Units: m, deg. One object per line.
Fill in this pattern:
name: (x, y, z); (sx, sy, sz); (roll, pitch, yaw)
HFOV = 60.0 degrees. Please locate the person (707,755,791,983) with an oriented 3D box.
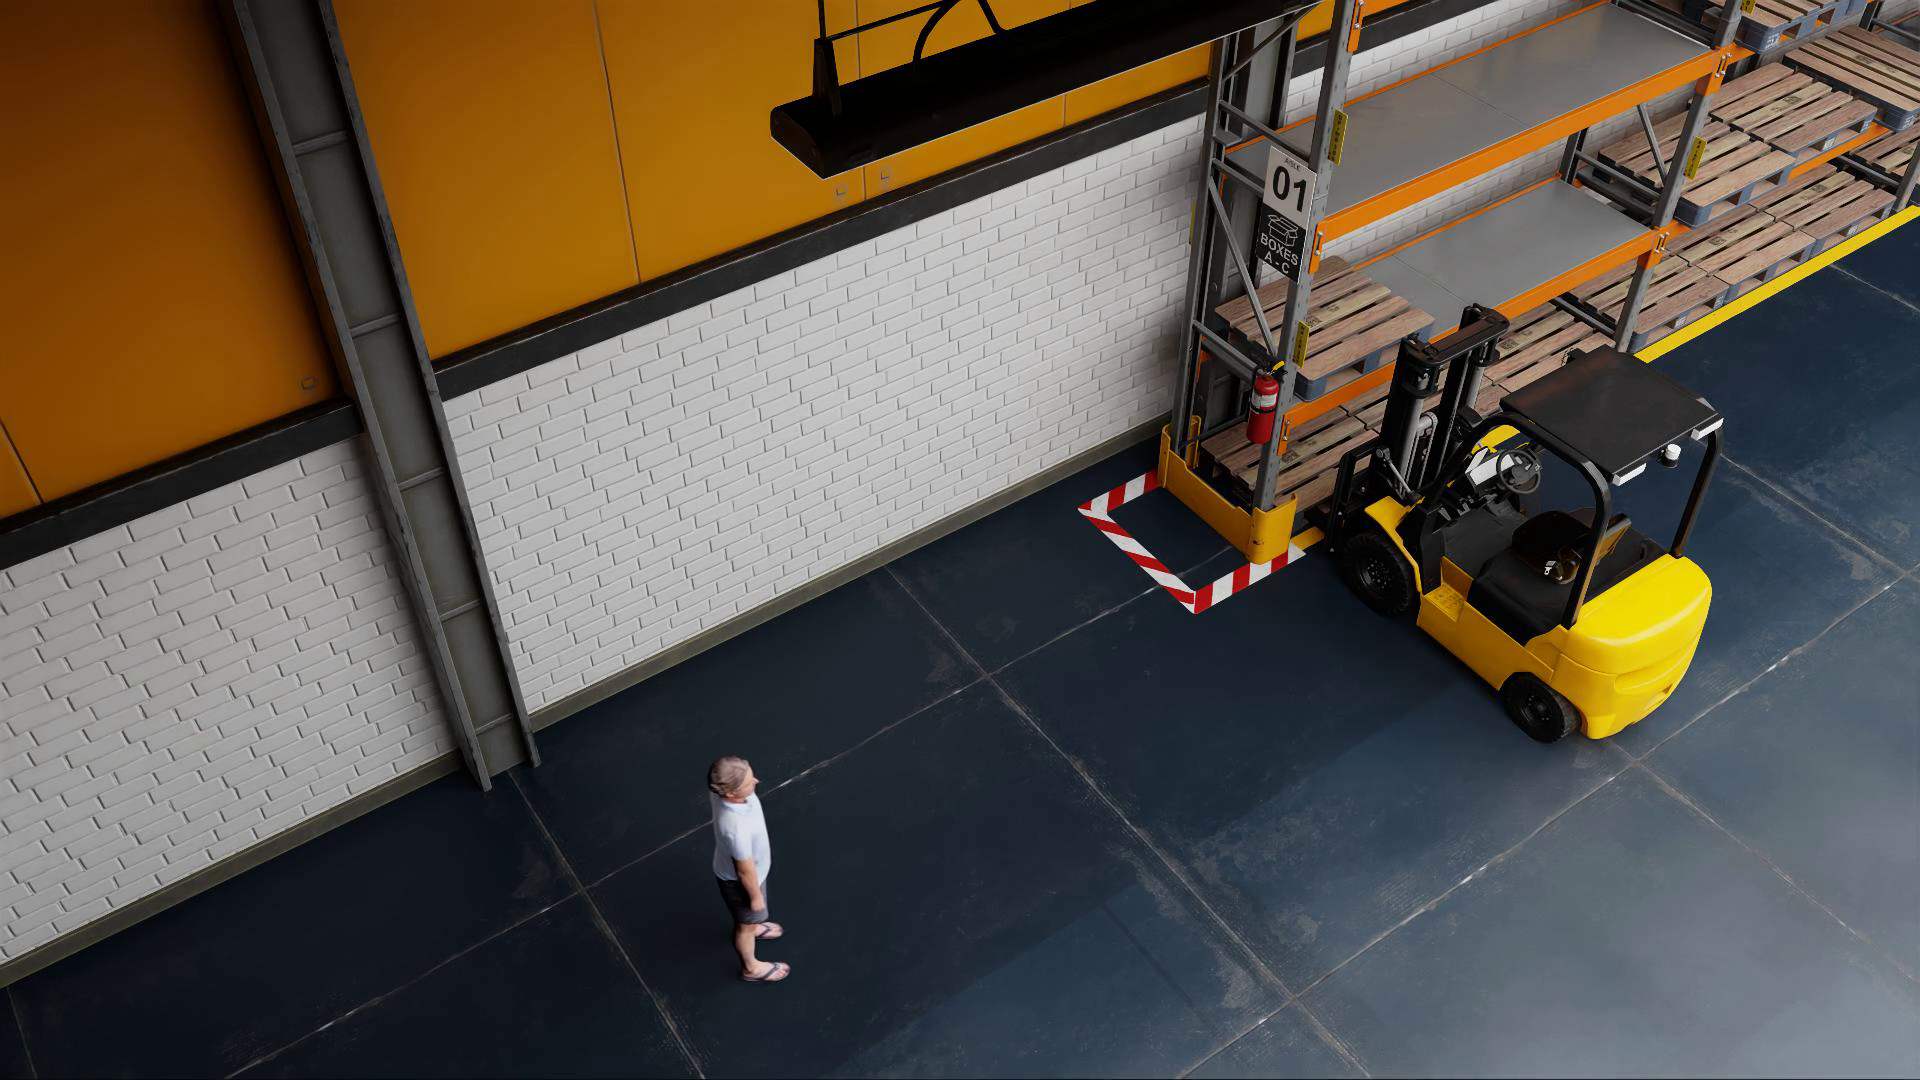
person: (-1.198, 1.765, 9.039); (0.719, 1.833, 0.730); (-7, 44, -7)
